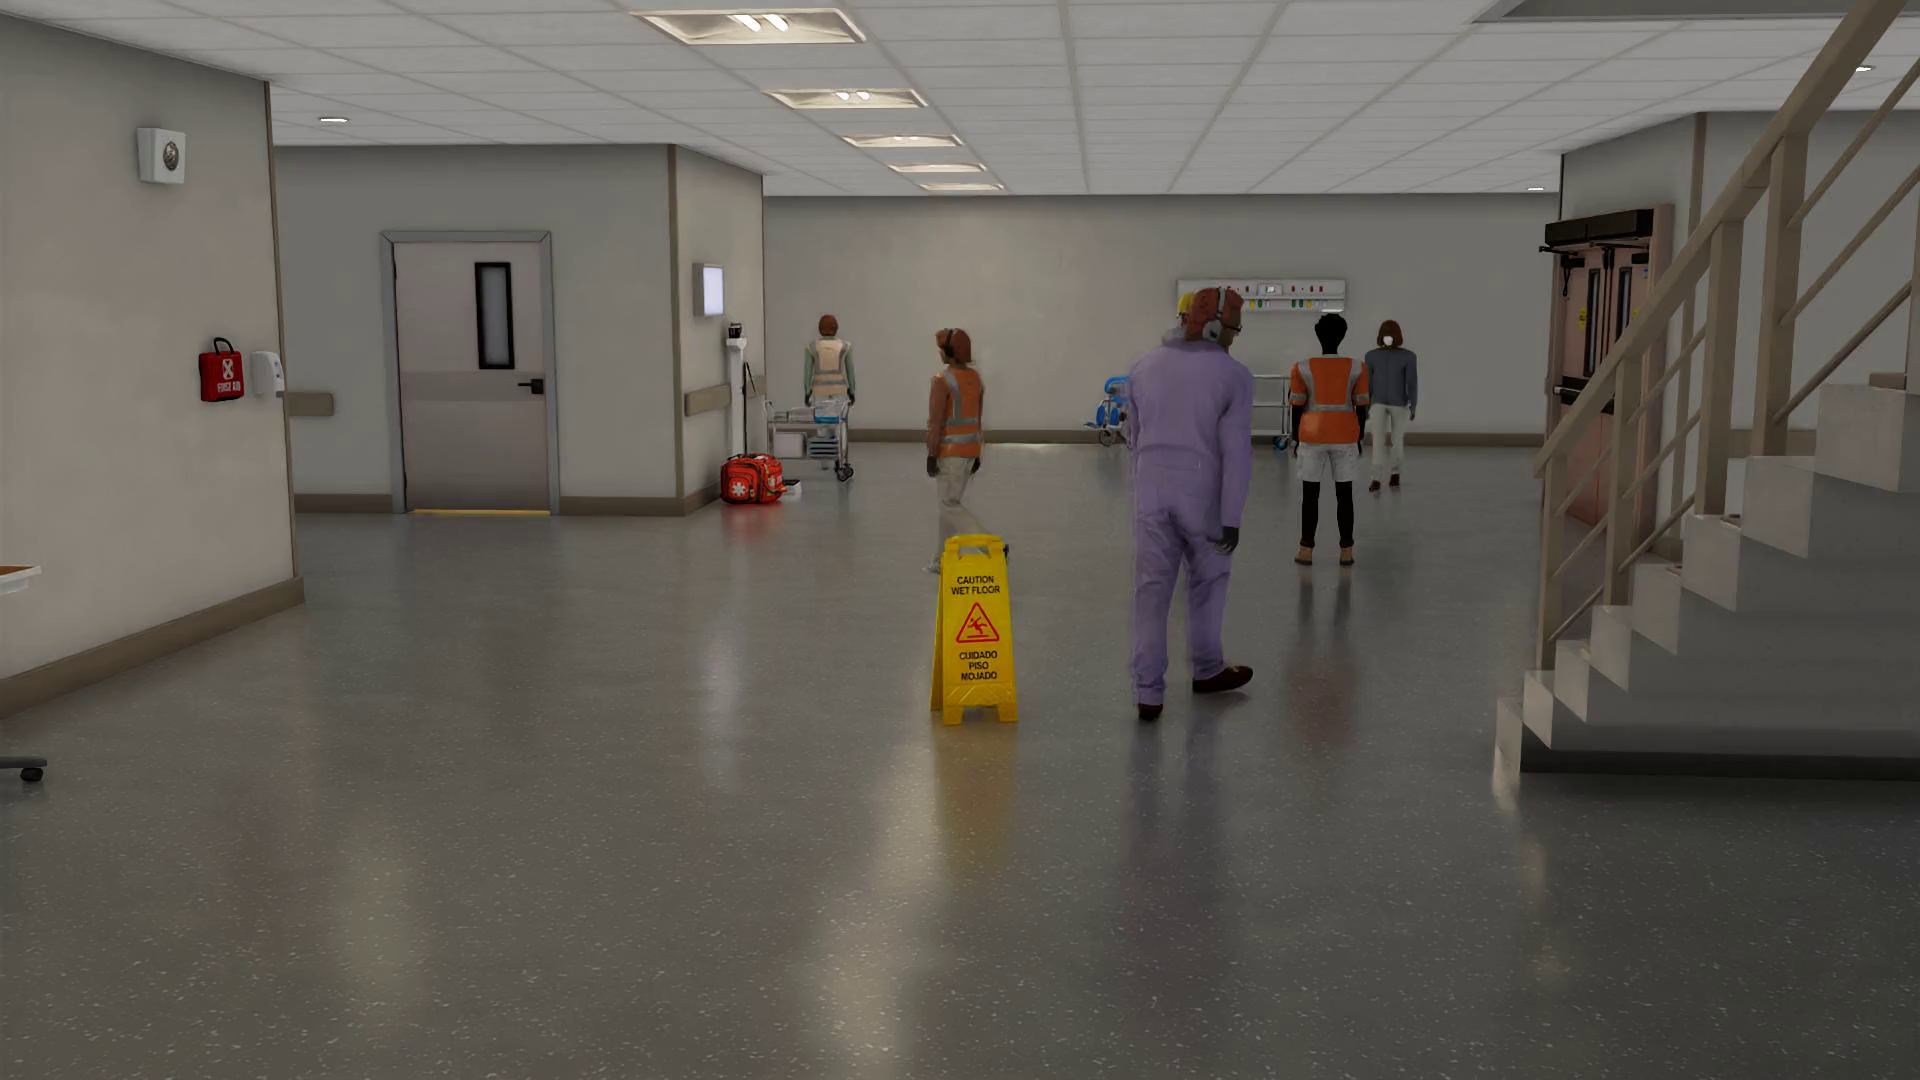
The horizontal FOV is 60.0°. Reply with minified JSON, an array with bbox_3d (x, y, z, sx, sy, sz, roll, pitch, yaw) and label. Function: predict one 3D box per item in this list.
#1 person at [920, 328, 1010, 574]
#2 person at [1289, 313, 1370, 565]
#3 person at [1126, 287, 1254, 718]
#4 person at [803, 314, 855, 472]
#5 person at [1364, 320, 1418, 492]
[{"bbox_3d":[0.021,-0.539,10.583,0.699,1.619,0.522,5,10,33],"label":"person"},{"bbox_3d":[2.468,-0.667,11.162,0.535,1.697,0.318,1,8,4],"label":"person"},{"bbox_3d":[1.027,-0.171,7.269,0.634,1.843,0.892,5,10,30],"label":"person"},{"bbox_3d":[-1.347,-1.508,17.136,0.529,1.633,0.524,-1,8,-7],"label":"person"},{"bbox_3d":[4.027,-1.264,15.586,0.512,1.589,0.841,4,9,23],"label":"person"}]
